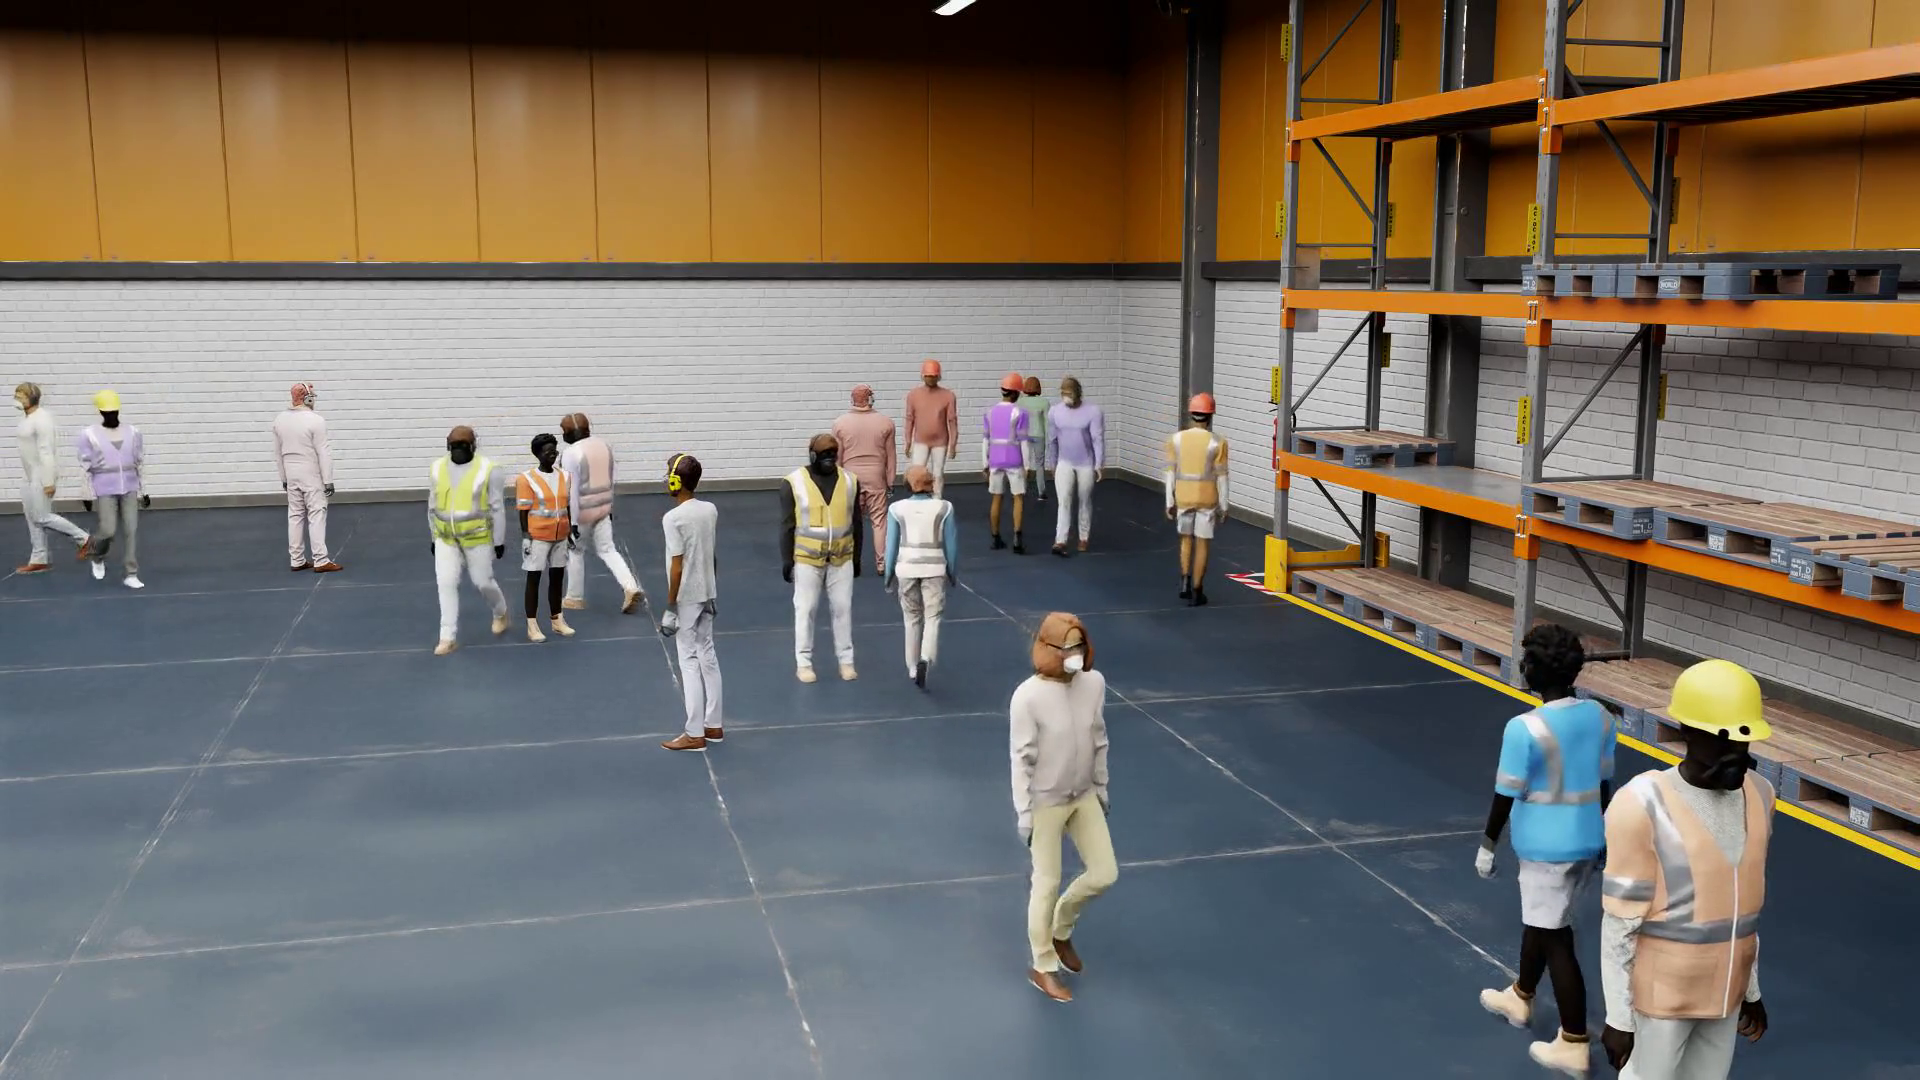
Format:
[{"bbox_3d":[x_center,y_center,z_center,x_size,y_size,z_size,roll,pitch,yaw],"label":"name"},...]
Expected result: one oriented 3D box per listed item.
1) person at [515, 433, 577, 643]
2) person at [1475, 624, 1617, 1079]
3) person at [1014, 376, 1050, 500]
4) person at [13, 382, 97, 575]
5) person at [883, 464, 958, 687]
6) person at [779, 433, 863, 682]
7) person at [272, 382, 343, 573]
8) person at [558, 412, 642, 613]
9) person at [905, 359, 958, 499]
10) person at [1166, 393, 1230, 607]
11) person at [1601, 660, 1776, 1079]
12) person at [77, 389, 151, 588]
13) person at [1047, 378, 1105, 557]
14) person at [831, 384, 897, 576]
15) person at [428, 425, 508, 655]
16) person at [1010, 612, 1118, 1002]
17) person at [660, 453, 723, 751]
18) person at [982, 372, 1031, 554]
[{"bbox_3d":[-3.364,-0.027,13.555,0.321,1.697,0.529,8,12,39],"label":"person"},{"bbox_3d":[2.185,1.139,6.347,0.552,1.663,0.746,-6,11,-32],"label":"person"},{"bbox_3d":[0.956,-1.336,21.926,0.499,1.634,0.279,2,9,12],"label":"person"},{"bbox_3d":[-9.095,-0.626,16.588,0.659,1.925,0.626,-8,12,-42],"label":"person"},{"bbox_3d":[-0.291,0.261,12.026,0.551,1.614,0.624,1,9,5],"label":"person"},{"bbox_3d":[-1.004,0.133,12.163,0.629,1.834,0.432,-3,10,-20],"label":"person"},{"bbox_3d":[-6.512,-0.622,16.623,0.651,1.907,0.409,4,10,22],"label":"person"},{"bbox_3d":[-3.205,-0.236,14.570,0.918,1.791,0.657,5,10,30],"label":"person"},{"bbox_3d":[-0.345,-1.141,19.635,0.644,1.971,0.651,1,9,5],"label":"person"},{"bbox_3d":[2.150,-0.360,14.941,0.564,1.916,0.434,4,10,26],"label":"person"},{"bbox_3d":[2.075,1.275,4.718,0.593,1.924,0.381,-4,10,-24],"label":"person"},{"bbox_3d":[-8.054,-0.490,15.812,0.587,1.905,0.589,8,12,40],"label":"person"},{"bbox_3d":[1.215,-0.760,17.550,0.661,1.876,1.030,2,9,15],"label":"person"},{"bbox_3d":[-0.947,-0.582,16.380,0.642,1.905,0.399,-1,9,-7],"label":"person"},{"bbox_3d":[-3.922,-0.035,13.308,0.638,1.809,0.822,1,9,7],"label":"person"},{"bbox_3d":[0.432,1.092,6.819,0.527,1.620,0.345,-7,11,-37],"label":"person"},{"bbox_3d":[-1.701,0.391,10.411,0.335,1.873,0.520,4,10,26],"label":"person"},{"bbox_3d":[0.482,-0.823,17.793,0.674,1.935,0.583,6,11,32],"label":"person"}]
